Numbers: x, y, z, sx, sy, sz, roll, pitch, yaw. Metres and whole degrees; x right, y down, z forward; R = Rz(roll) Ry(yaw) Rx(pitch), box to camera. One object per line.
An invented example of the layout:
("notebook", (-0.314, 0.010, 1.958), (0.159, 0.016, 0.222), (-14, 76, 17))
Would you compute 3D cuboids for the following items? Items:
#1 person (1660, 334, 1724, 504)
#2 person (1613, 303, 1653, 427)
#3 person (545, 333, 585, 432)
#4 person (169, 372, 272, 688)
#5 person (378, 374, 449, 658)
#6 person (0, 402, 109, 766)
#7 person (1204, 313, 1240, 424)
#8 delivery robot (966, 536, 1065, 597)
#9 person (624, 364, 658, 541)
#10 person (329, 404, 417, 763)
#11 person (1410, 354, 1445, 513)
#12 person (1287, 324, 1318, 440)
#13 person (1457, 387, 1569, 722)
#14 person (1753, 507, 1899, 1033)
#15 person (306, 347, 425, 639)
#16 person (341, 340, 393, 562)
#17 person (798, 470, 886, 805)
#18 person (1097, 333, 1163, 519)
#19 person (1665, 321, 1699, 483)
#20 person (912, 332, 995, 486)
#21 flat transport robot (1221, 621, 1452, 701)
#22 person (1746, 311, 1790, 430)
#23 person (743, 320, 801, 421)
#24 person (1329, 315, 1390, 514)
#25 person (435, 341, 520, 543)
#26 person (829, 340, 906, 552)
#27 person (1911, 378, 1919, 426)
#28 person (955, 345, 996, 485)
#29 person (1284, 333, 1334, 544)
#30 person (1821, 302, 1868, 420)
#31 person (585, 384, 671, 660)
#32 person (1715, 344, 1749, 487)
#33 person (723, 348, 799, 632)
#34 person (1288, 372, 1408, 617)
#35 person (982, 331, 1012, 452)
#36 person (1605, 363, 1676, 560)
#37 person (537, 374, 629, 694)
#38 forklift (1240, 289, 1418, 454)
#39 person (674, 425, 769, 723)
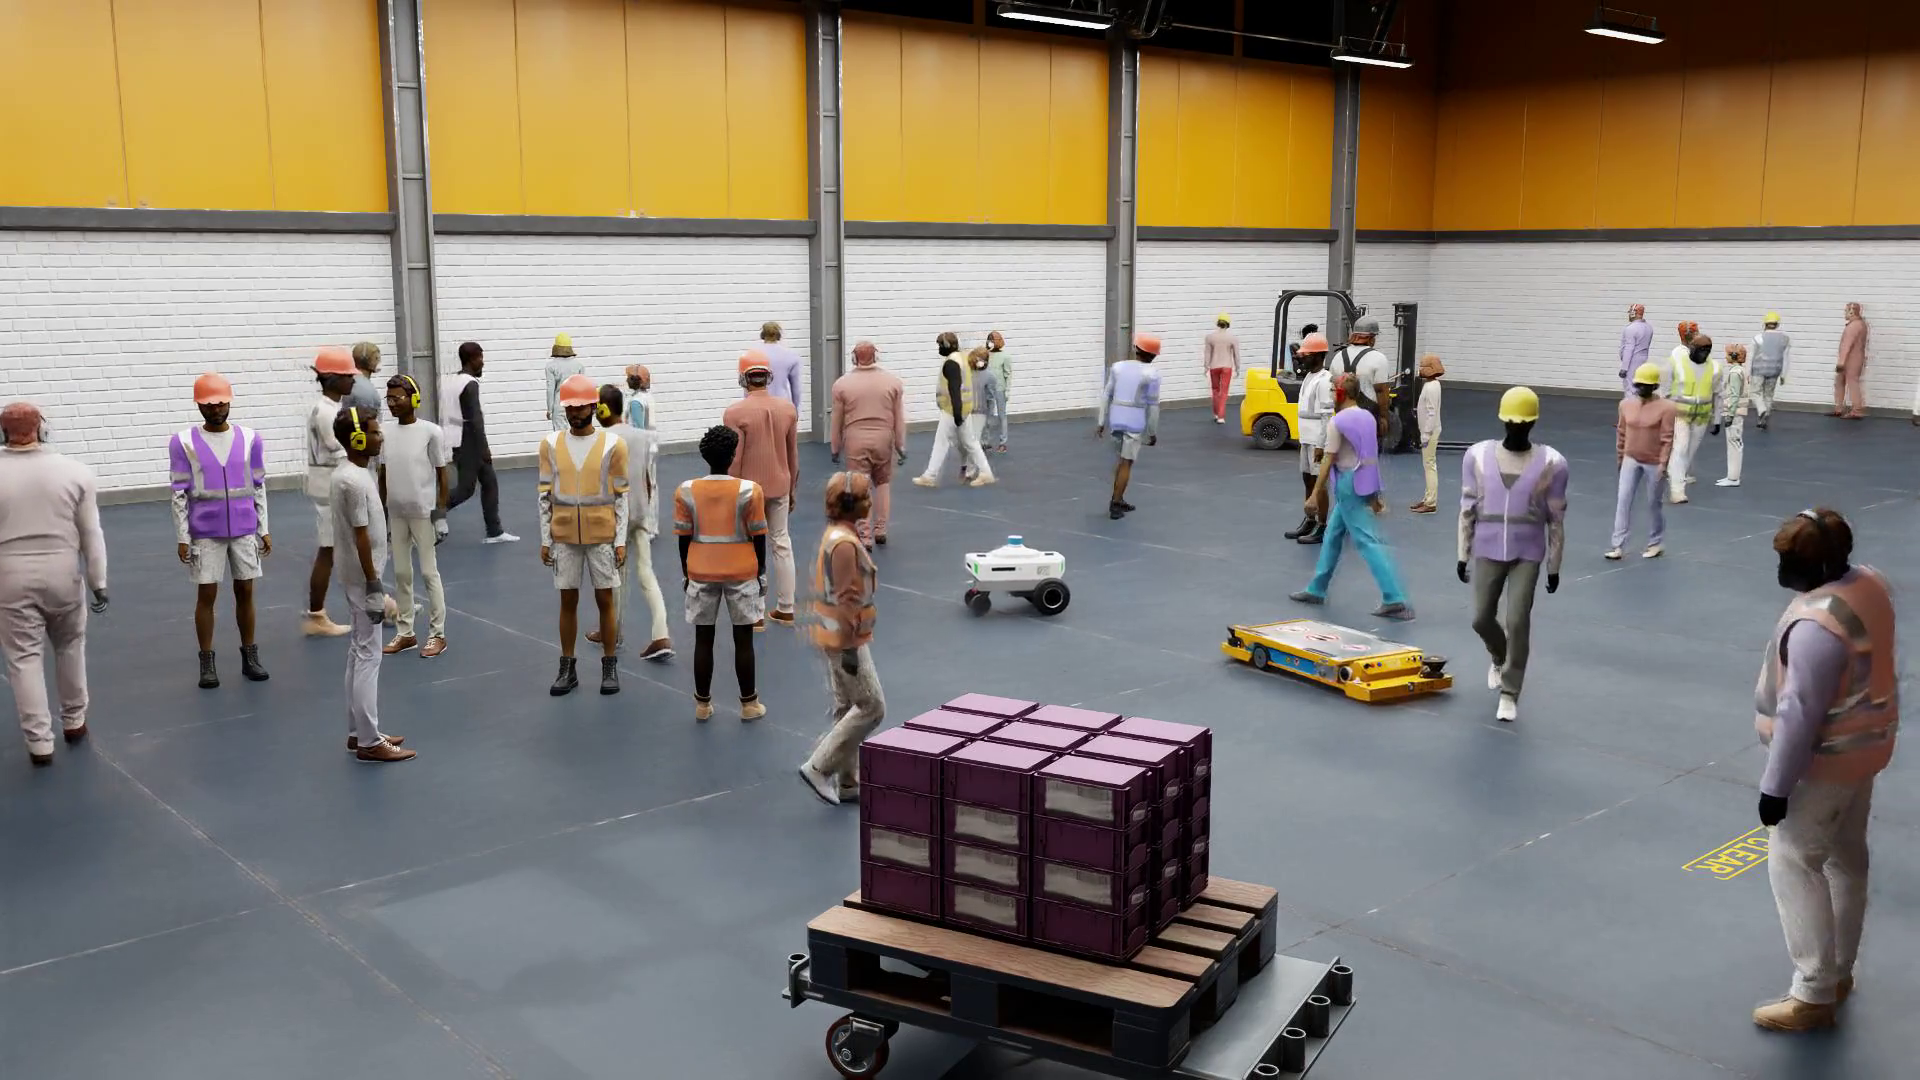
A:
("person", (7.803, -1.272, 17.682), (0.638, 1.801, 0.878), (1, 10, 3))
("person", (10.388, -2.691, 25.687), (0.642, 1.909, 0.410), (-8, 13, -40))
("person", (-4.616, -1.550, 19.484), (0.484, 1.745, 0.298), (-6, 11, -32))
("person", (-4.523, -0.065, 10.223), (0.552, 1.935, 0.367), (-7, 12, -36))
("person", (-3.619, -0.157, 10.956), (0.532, 1.870, 0.315), (3, 10, 16))
("person", (-4.896, 0.207, 8.804), (0.663, 1.871, 0.840), (-6, 11, -30))
("person", (4.172, -2.720, 26.379), (0.546, 1.726, 0.864), (4, 10, 21))
("delivery robot", (0.406, 0.213, 12.345), (0.707, 0.478, 0.477), (-1, 9, -11))
("person", (-2.957, -0.810, 15.449), (0.309, 1.641, 0.513), (0, 10, 2))
("person", (-3.096, 0.228, 8.703), (0.328, 1.872, 0.513), (-5, 11, -28))
("person", (4.807, -1.088, 17.103), (0.279, 1.633, 0.504), (3, 10, 15))
("person", (5.024, -2.259, 23.850), (0.854, 1.654, 0.540), (0, 10, -2))
("person", (3.179, 0.058, 9.574), (0.590, 1.906, 0.576), (5, 11, 28))
("person", (2.993, 0.769, 5.767), (0.433, 1.809, 0.746), (9, 14, 44))
("person", (-4.170, -0.322, 11.528), (0.870, 2.012, 0.623), (-3, 10, -19))
("person", (-5.035, -0.749, 14.279), (0.530, 1.917, 0.650), (-4, 11, -24))
("person", (-0.522, 0.480, 7.914), (0.364, 1.627, 0.534), (-1, 10, -6))
("person", (1.732, -1.147, 16.747), (0.641, 1.875, 0.617), (8, 13, 39))
("person", (8.431, -1.607, 19.411), (0.355, 1.883, 0.573), (2, 10, 13))
("person", (-0.039, -1.488, 19.030), (0.955, 1.783, 0.659), (2, 10, 13))
("flat transport robot", (2.342, 0.725, 10.469), (0.652, 0.197, 1.431), (-5, 11, -28))
("person", (12.168, -2.539, 25.061), (0.606, 1.811, 0.565), (1, 10, 6))
("person", (-2.105, -1.472, 18.505), (0.655, 1.940, 0.476), (-3, 10, -17))
("person", (4.160, -1.295, 17.123), (0.537, 2.000, 0.675), (-7, 12, -37))
("person", (-4.533, -0.867, 15.117), (0.905, 1.878, 0.593), (-4, 10, -21))
("person", (-0.844, -0.855, 14.987), (0.680, 1.881, 0.691), (-1, 10, -9))
("person", (10.874, -1.409, 18.315), (0.707, 1.861, 0.466), (3, 10, 18))
("person", (0.154, -1.445, 19.216), (0.538, 1.613, 0.393), (2, 10, 13))
("person", (3.239, -0.932, 15.295), (0.355, 1.939, 0.543), (-2, 10, -10))
("person", (14.318, -2.899, 26.959), (0.757, 1.879, 0.680), (8, 12, 37))
("person", (-2.211, -0.121, 10.947), (0.543, 1.814, 0.973), (-9, 13, -41))
("person", (8.862, -1.427, 19.063), (0.314, 1.640, 0.516), (6, 11, 30))
("person", (-1.416, -0.349, 11.731), (0.614, 1.988, 0.395), (-8, 13, -40))
("person", (2.925, -0.341, 12.312), (0.996, 1.793, 0.572), (7, 12, 34))
("person", (0.467, -1.997, 22.417), (0.497, 1.634, 0.279), (7, 12, 35))
("person", (5.883, -0.662, 14.344), (0.533, 1.722, 0.863), (9, 13, 43))
("person", (-2.261, -0.028, 10.005), (0.544, 1.939, 0.354), (0, 10, -2))
("forklift", (5.034, -2.339, 22.783), (2.313, 2.155, 1.214), (3, 10, 16))
("person", (-1.335, 0.200, 9.378), (0.535, 1.697, 0.318), (1, 10, 4))
